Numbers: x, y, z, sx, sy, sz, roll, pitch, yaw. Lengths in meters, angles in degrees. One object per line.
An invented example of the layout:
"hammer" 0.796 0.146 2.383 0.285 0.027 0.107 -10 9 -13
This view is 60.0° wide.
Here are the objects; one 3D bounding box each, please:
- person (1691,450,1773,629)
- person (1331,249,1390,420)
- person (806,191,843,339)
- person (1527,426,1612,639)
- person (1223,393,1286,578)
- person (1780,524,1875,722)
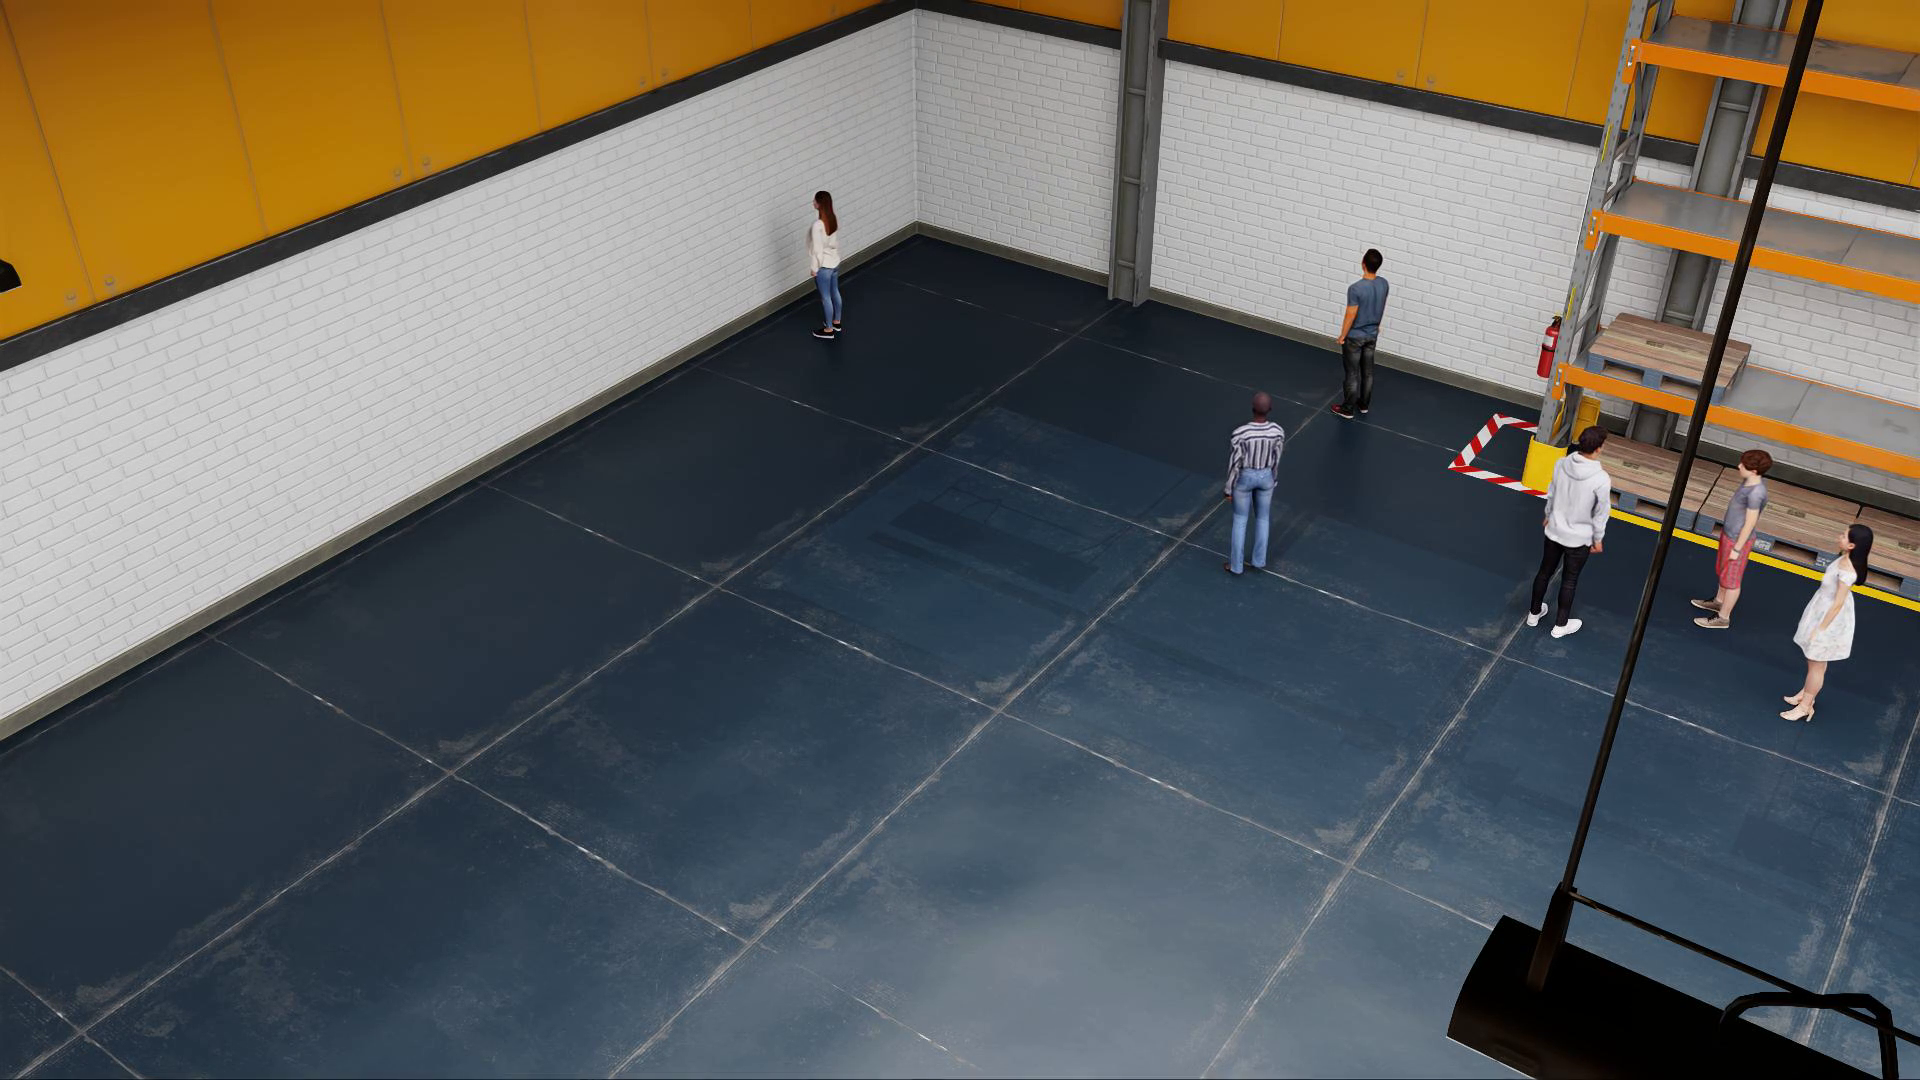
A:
"person" 6.462 -0.018 13.814 0.621 1.649 0.660 9 35 14
"person" 4.060 -2.086 16.781 0.734 1.810 0.715 -16 37 -22
"person" -1.475 -3.046 18.332 0.593 1.692 0.646 15 36 21
"person" 5.010 -0.083 13.661 0.792 1.929 0.596 -27 42 -35
"person" 2.534 -0.472 14.365 0.688 1.796 0.740 -7 34 -10
"person" 6.638 0.631 12.725 0.627 1.775 0.643 20 38 27
